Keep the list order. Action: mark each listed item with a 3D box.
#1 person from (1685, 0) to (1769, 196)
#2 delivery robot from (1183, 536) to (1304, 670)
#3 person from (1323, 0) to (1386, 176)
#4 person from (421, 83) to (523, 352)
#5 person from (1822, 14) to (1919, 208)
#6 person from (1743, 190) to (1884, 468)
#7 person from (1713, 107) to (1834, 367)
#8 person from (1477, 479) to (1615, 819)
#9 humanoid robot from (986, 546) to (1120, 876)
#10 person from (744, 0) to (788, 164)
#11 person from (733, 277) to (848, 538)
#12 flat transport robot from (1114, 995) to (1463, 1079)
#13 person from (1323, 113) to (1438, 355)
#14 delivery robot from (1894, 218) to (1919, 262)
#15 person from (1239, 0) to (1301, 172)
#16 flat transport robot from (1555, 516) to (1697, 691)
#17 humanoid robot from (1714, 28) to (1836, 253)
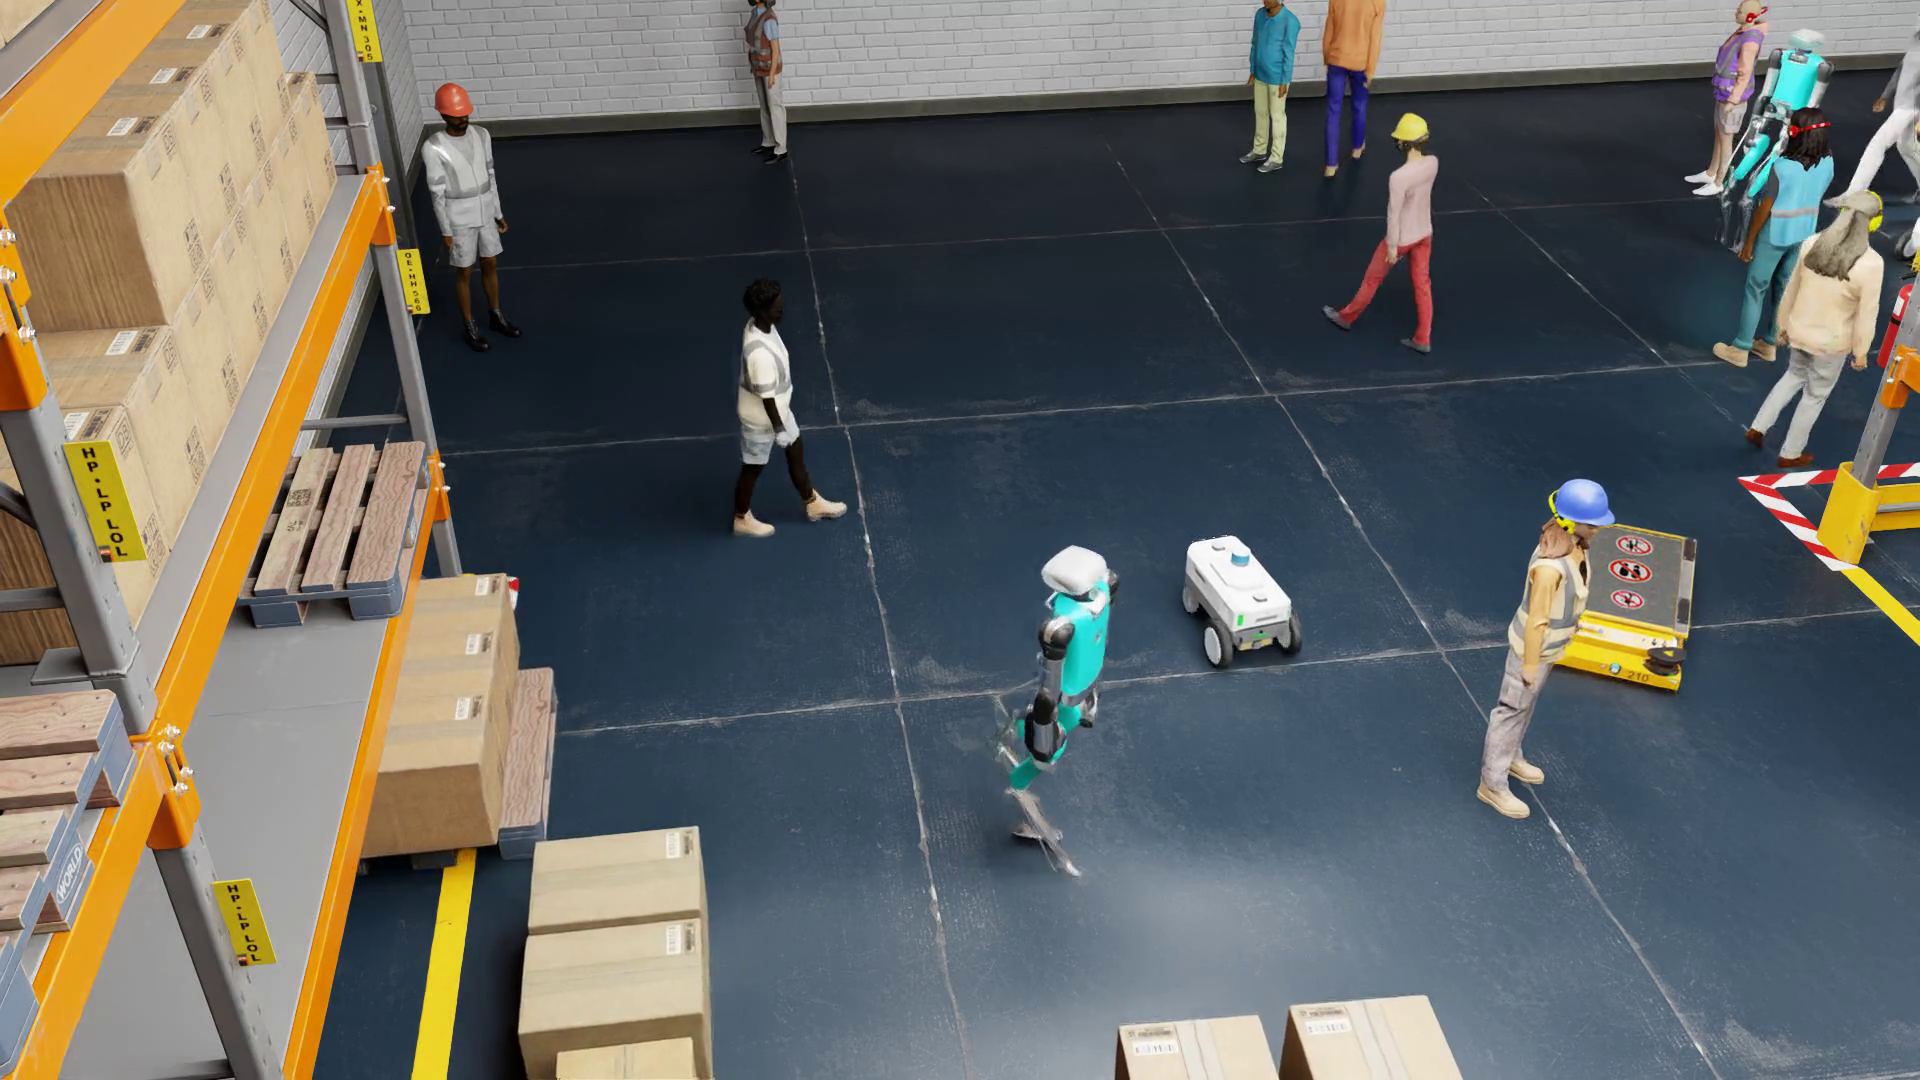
[{"bbox_3d":[6.676,-3.837,14.427,0.347,1.694,0.480,6,34,9],"label":"person"},{"bbox_3d":[1.518,0.307,9.114,0.499,0.587,0.791,-10,34,-15],"label":"delivery robot"},{"bbox_3d":[3.508,-4.332,14.959,0.512,1.939,0.902,8,34,12],"label":"person"},{"bbox_3d":[-3.477,-2.300,11.852,0.356,1.937,0.546,24,40,32],"label":"person"},{"bbox_3d":[8.072,-3.695,14.062,0.964,1.851,0.542,5,33,8],"label":"person"},{"bbox_3d":[5.366,-1.280,10.358,0.441,1.861,0.578,-14,36,-21],"label":"person"},{"bbox_3d":[5.730,-2.095,11.614,0.506,1.860,0.390,-8,34,-13],"label":"person"},{"bbox_3d":[2.719,0.482,7.731,0.325,1.777,0.465,20,38,28],"label":"person"},{"bbox_3d":[0.301,0.749,7.374,0.752,1.792,0.543,19,38,26],"label":"humanoid robot"},{"bbox_3d":[-1.768,-4.282,15.110,0.311,1.690,0.446,-16,36,-23],"label":"person"},{"bbox_3d":[-1.022,-0.747,9.706,0.786,1.661,0.551,-1,33,-1],"label":"person"},{"bbox_3d":[1.150,2.552,5.942,0.659,0.231,1.431,-3,33,-5],"label":"flat transport robot"},{"bbox_3d":[3.126,-2.211,11.911,0.544,1.723,0.894,-23,39,-31],"label":"person"},{"bbox_3d":[7.973,-2.435,13.313,0.757,0.586,0.523,-15,36,-21],"label":"delivery robot"},{"bbox_3d":[2.768,-4.193,14.932,0.355,1.743,0.555,-18,37,-26],"label":"person"},{"bbox_3d":[3.761,0.308,9.381,0.659,0.231,1.431,13,35,19],"label":"flat transport robot"},{"bbox_3d":[6.431,-3.140,13.353,0.776,1.802,0.532,-19,38,-27],"label":"humanoid robot"}]
